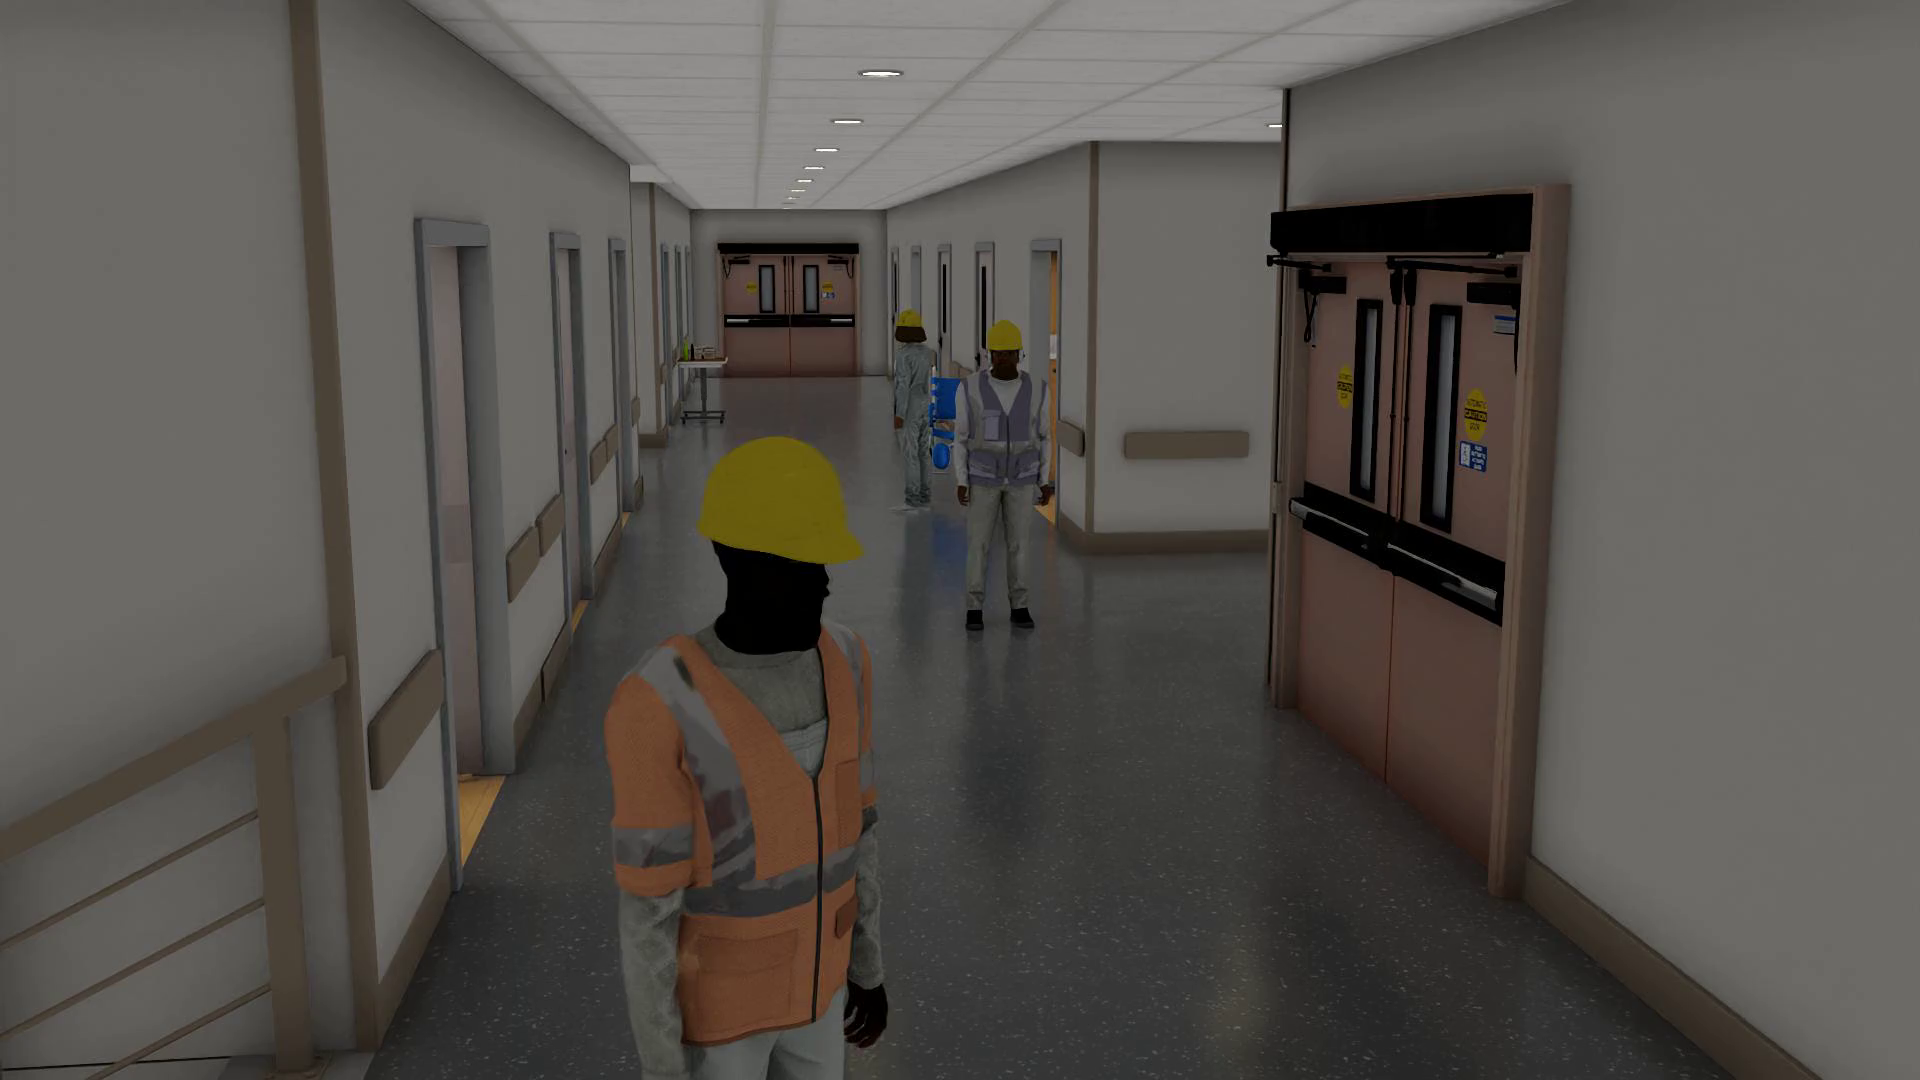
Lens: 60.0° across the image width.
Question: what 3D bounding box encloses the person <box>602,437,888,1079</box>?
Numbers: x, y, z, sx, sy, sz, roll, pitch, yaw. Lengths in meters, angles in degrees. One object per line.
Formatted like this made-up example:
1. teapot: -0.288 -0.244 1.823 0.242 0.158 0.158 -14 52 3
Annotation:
1. person: -0.331 0.773 2.894 0.397 1.920 0.586 7 12 37

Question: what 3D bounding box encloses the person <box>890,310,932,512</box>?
1. person: -0.430 -1.110 14.364 0.295 1.743 0.493 5 11 26

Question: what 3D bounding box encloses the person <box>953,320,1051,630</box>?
1. person: 0.257 -0.380 9.848 0.591 1.834 0.404 -1 10 -8
